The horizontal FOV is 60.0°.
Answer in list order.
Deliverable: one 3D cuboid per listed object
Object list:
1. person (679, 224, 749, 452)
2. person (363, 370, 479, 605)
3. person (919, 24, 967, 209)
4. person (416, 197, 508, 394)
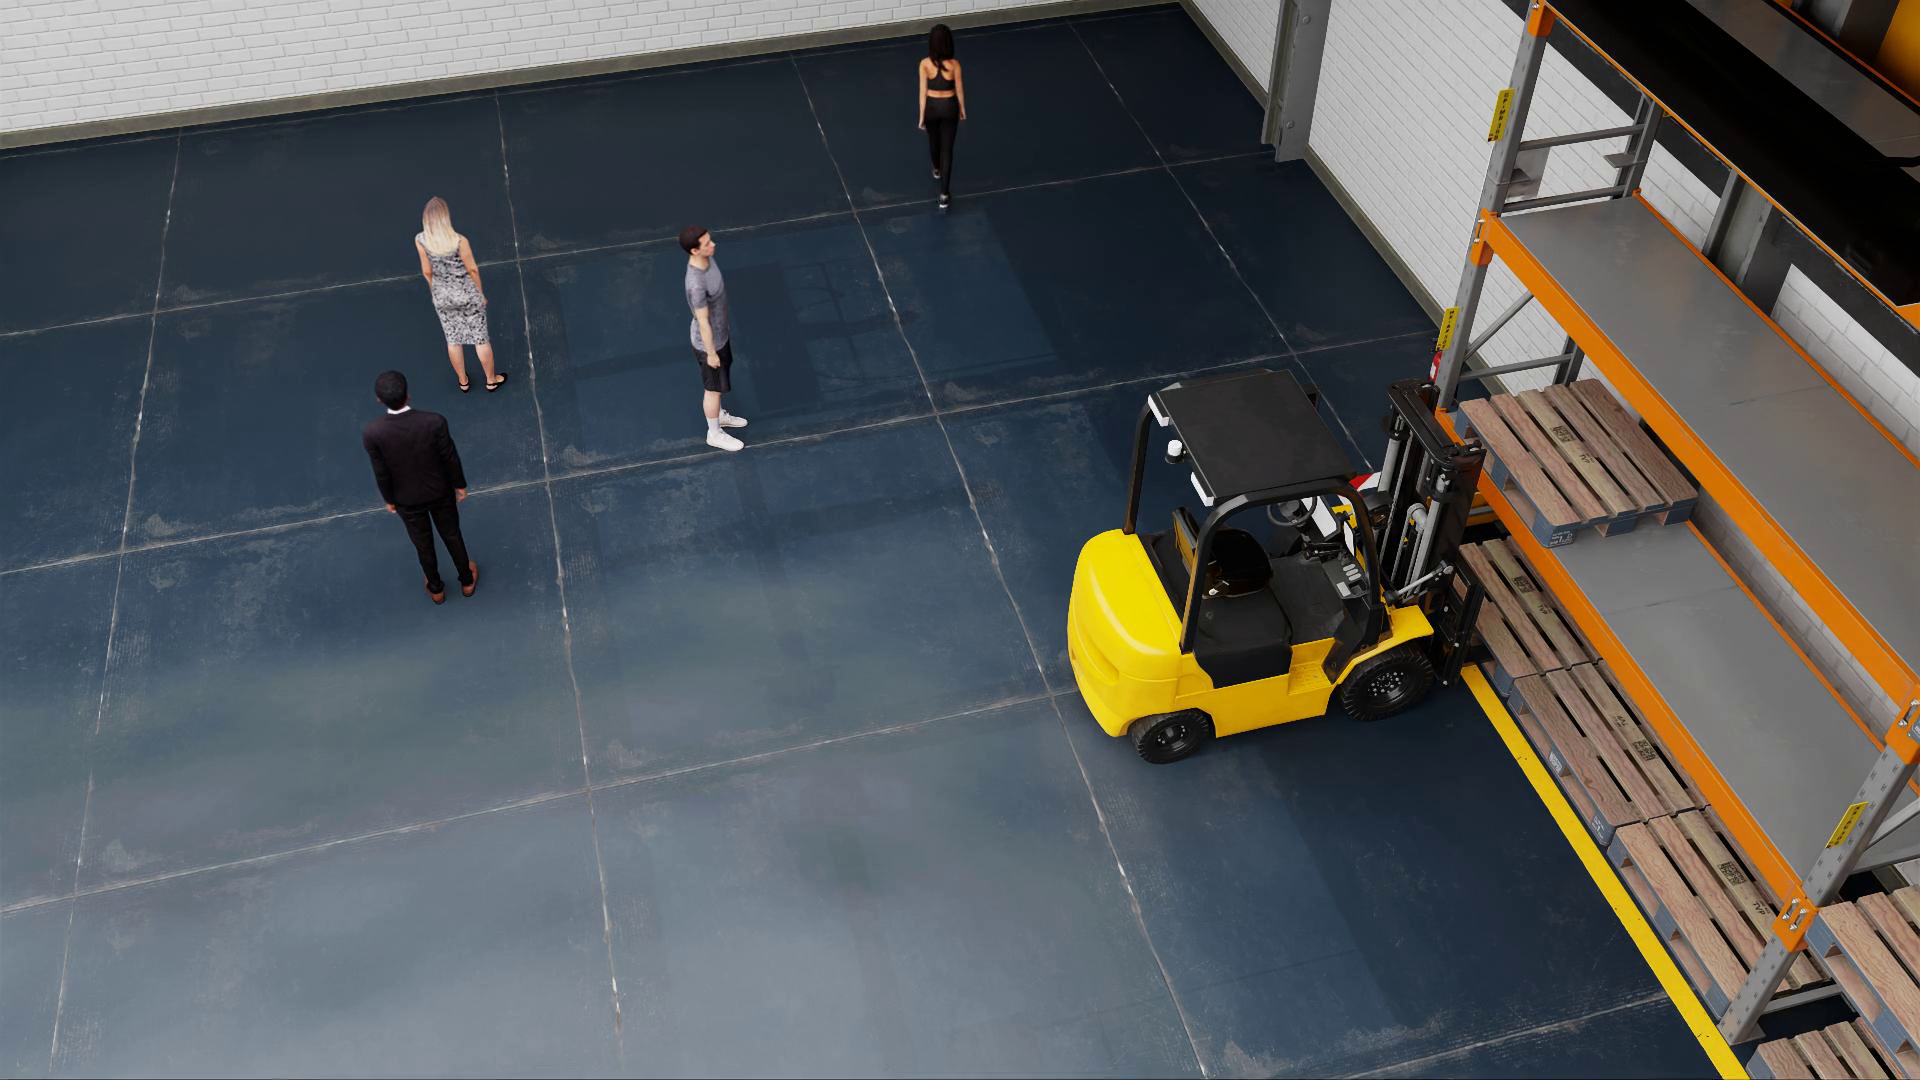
[{"bbox_3d":[-1.836,-1.498,12.164,0.774,1.862,0.595,1,44,1],"label":"person"},{"bbox_3d":[-3.534,-0.332,10.925,0.713,1.884,0.575,-15,46,-15],"label":"person"},{"bbox_3d":[-0.160,-3.711,14.674,0.811,1.604,1.125,3,44,3],"label":"person"},{"bbox_3d":[-3.822,-1.836,12.633,0.620,1.705,0.594,2,44,2],"label":"person"}]
